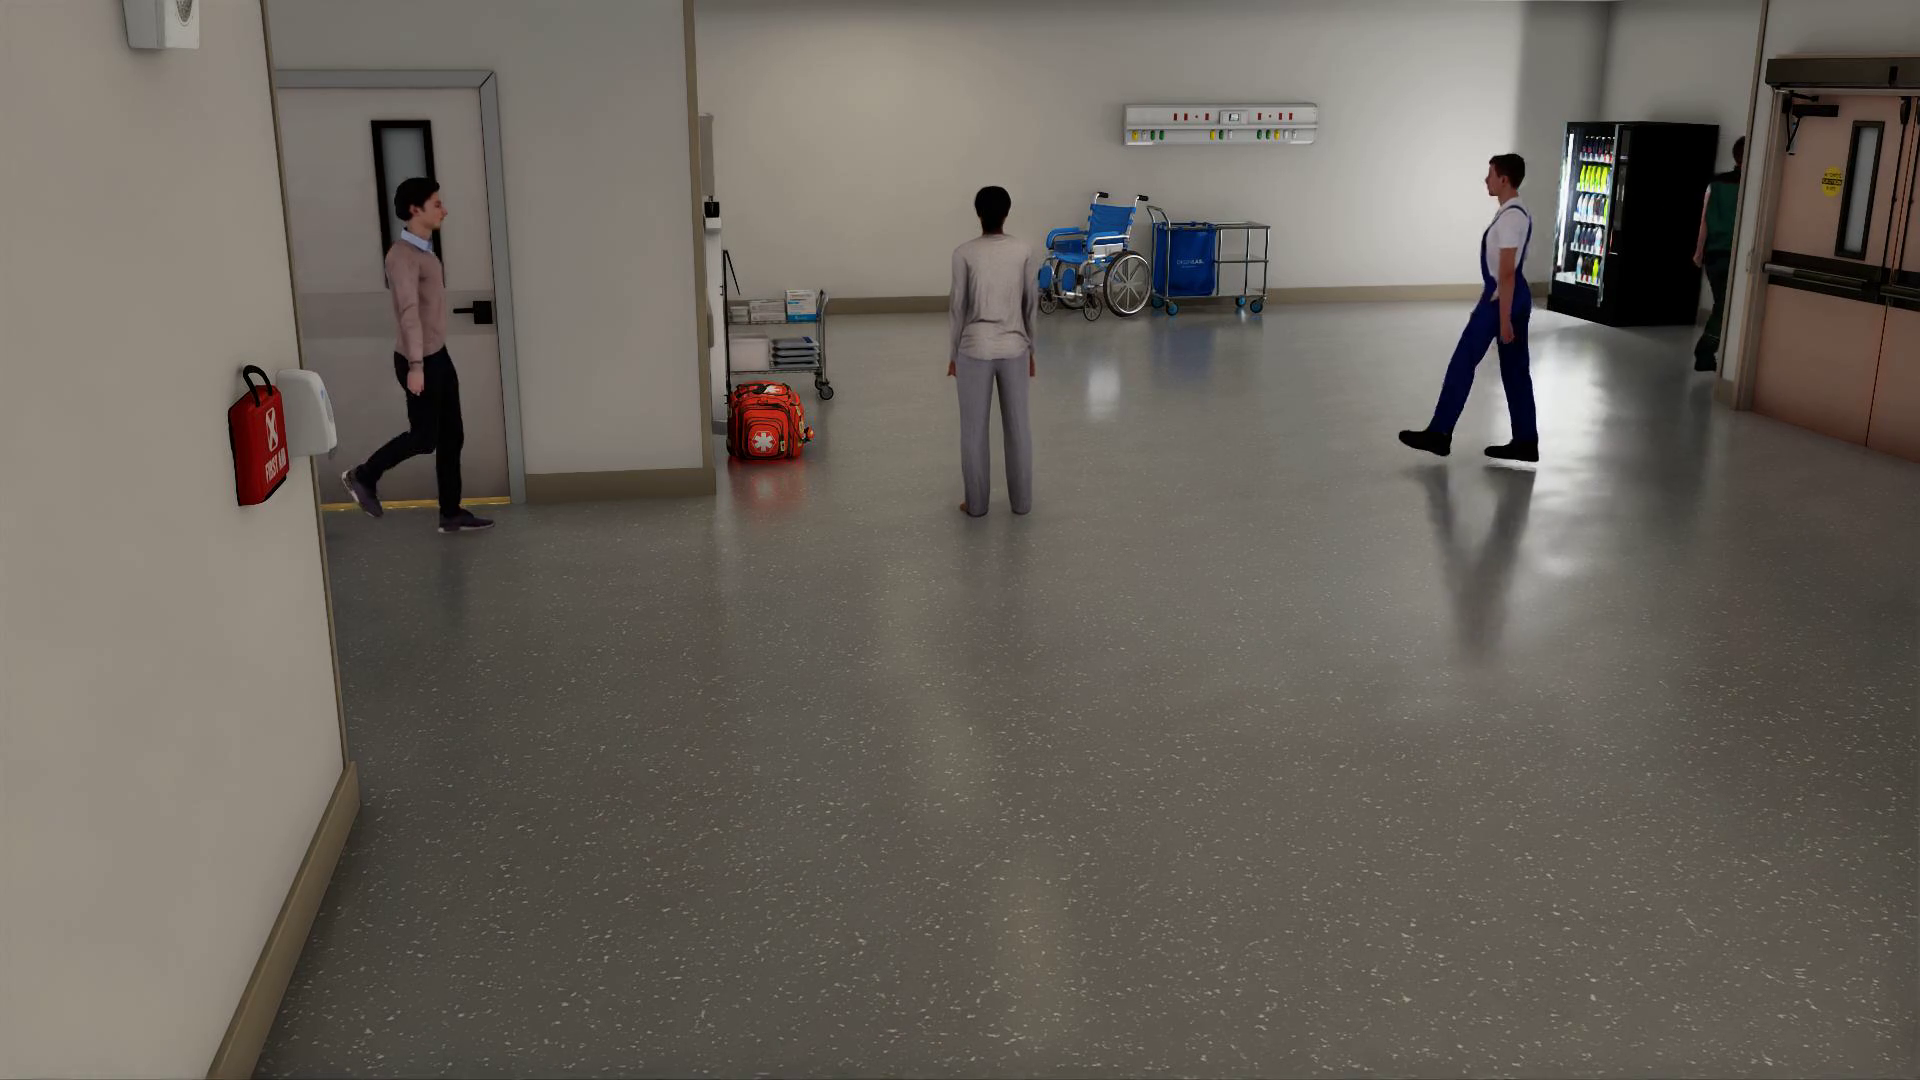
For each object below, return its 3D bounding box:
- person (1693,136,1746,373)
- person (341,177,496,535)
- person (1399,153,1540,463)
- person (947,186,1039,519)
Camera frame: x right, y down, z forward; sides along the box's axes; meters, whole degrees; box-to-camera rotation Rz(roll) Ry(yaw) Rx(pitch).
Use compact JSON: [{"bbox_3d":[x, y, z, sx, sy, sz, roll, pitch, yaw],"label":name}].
[{"bbox_3d":[5.920,-2.162,12.831,1.087,1.795,1.173,-13,20,-38],"label":"person"},{"bbox_3d":[-2.758,-0.887,8.327,0.733,1.789,0.913,-1,16,-5],"label":"person"},{"bbox_3d":[3.325,-1.351,9.919,1.109,1.817,1.082,9,18,30],"label":"person"},{"bbox_3d":[0.179,-0.996,8.810,0.627,1.736,0.519,-3,16,-9],"label":"person"}]
